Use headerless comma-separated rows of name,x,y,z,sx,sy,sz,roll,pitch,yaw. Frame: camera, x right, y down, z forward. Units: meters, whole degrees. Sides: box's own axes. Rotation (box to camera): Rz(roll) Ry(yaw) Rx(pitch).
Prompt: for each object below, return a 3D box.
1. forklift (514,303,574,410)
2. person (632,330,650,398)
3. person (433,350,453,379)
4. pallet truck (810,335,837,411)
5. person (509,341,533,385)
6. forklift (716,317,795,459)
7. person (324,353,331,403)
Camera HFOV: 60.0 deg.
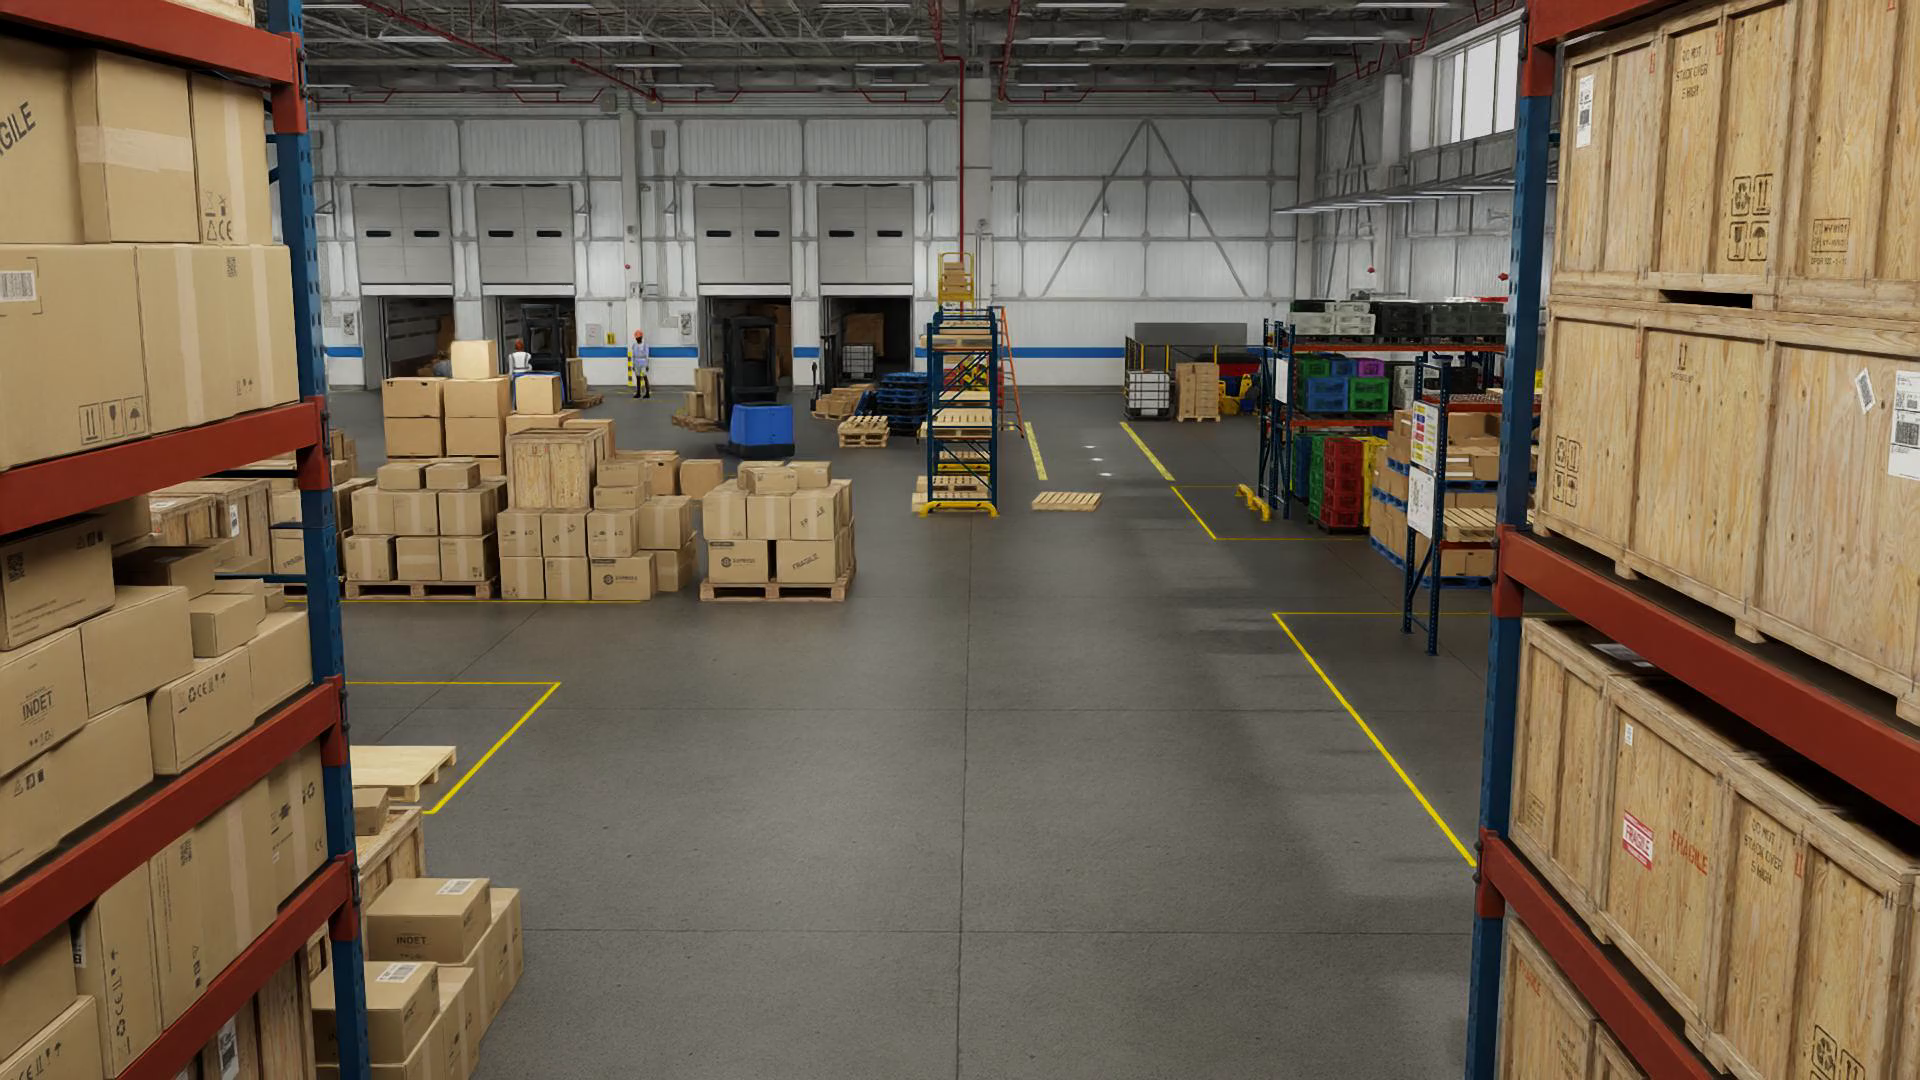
forklift,-10.721,-4.667,42.626,1.129,2.768,1.873,0,10,1
person,-9.074,-4.979,47.189,0.543,1.928,0.392,4,11,21
person,-11.875,-3.412,38.241,1.033,1.882,0.633,9,14,43
pallet truck,-3.021,-4.312,43.126,1.885,1.965,0.823,3,10,17
person,-11.225,-4.150,42.557,0.571,1.876,0.340,0,10,-2
forklift,-4.163,-3.123,33.721,1.129,2.768,1.873,-5,11,-25
person,-17.577,-4.553,45.628,0.699,1.614,0.521,4,11,24
